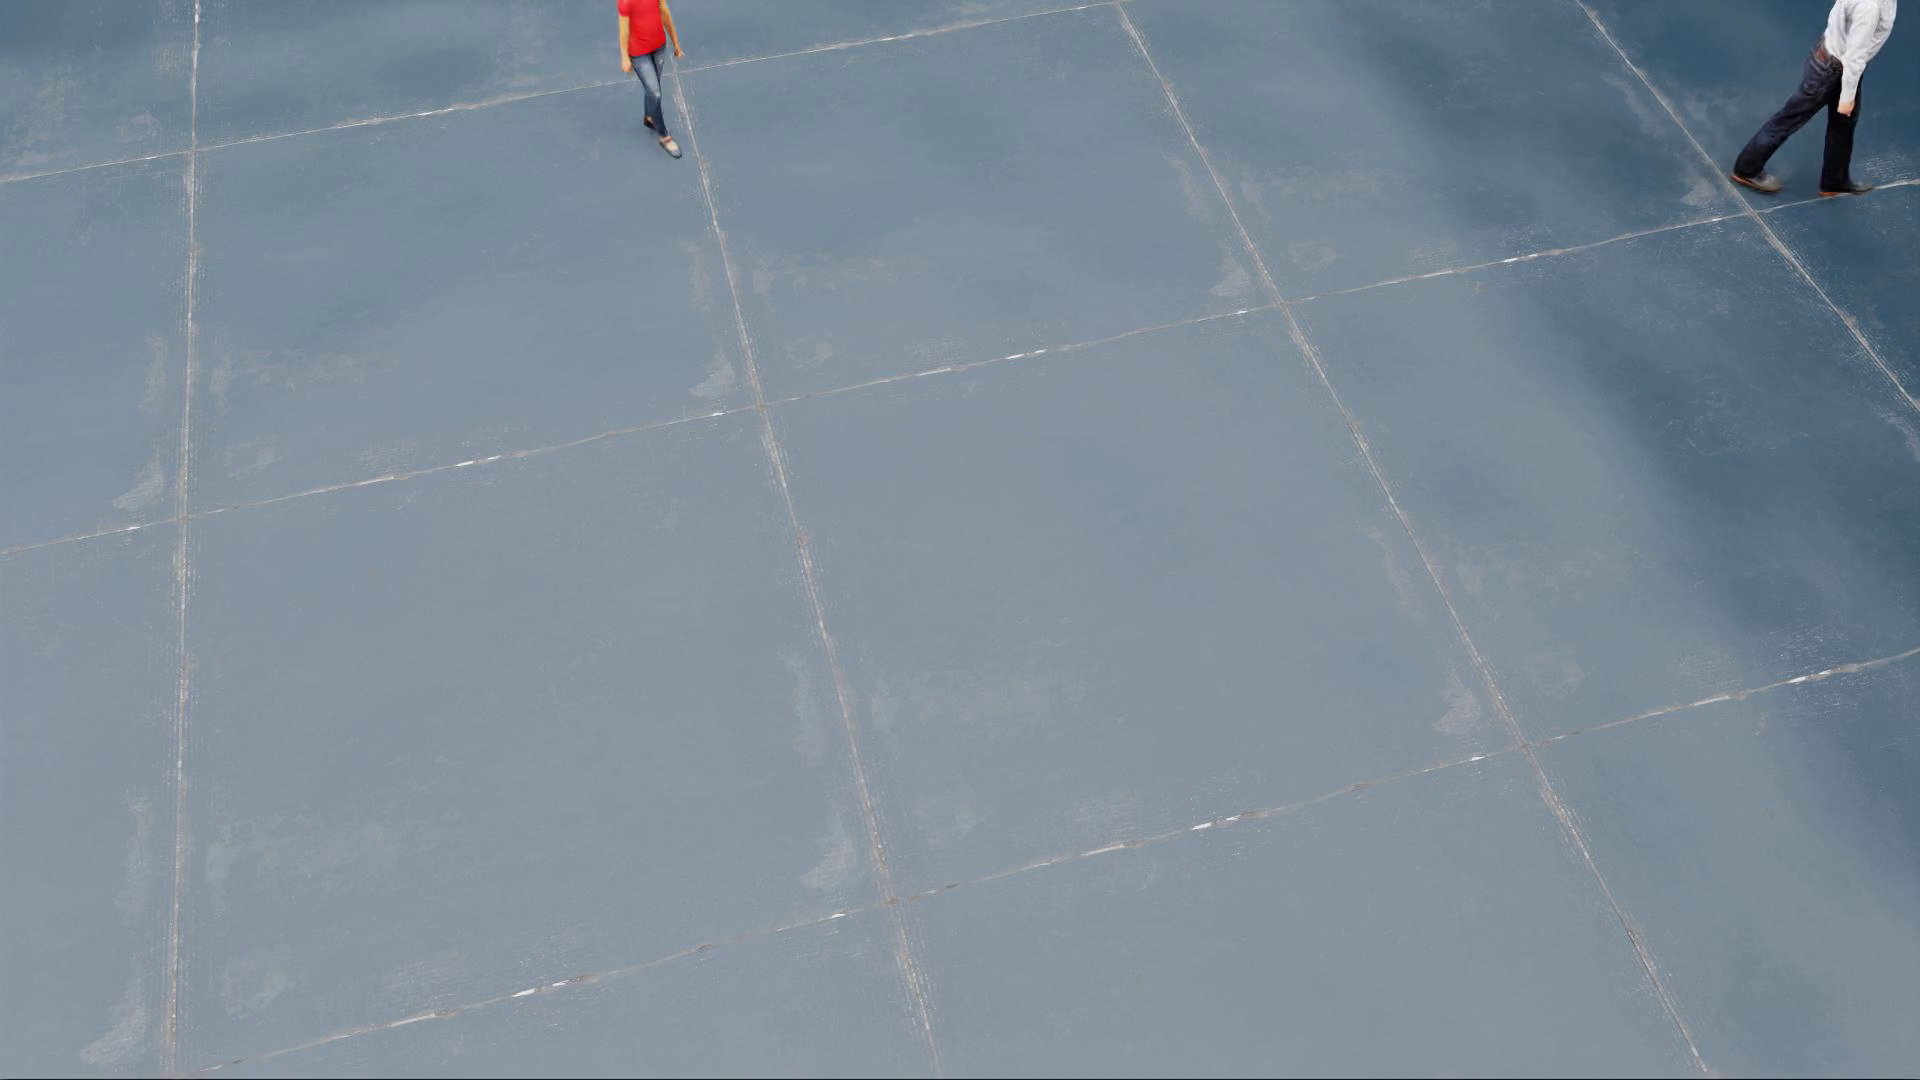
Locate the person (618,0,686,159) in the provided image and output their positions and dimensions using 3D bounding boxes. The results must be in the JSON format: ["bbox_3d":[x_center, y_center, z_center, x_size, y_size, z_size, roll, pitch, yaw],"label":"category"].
[{"bbox_3d":[-1.902,-2.947,9.859,0.772,1.299,0.686,34,60,24],"label":"person"}]

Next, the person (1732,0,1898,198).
[{"bbox_3d":[4.833,-2.683,9.342,1.113,1.793,1.070,22,55,16],"label":"person"}]
